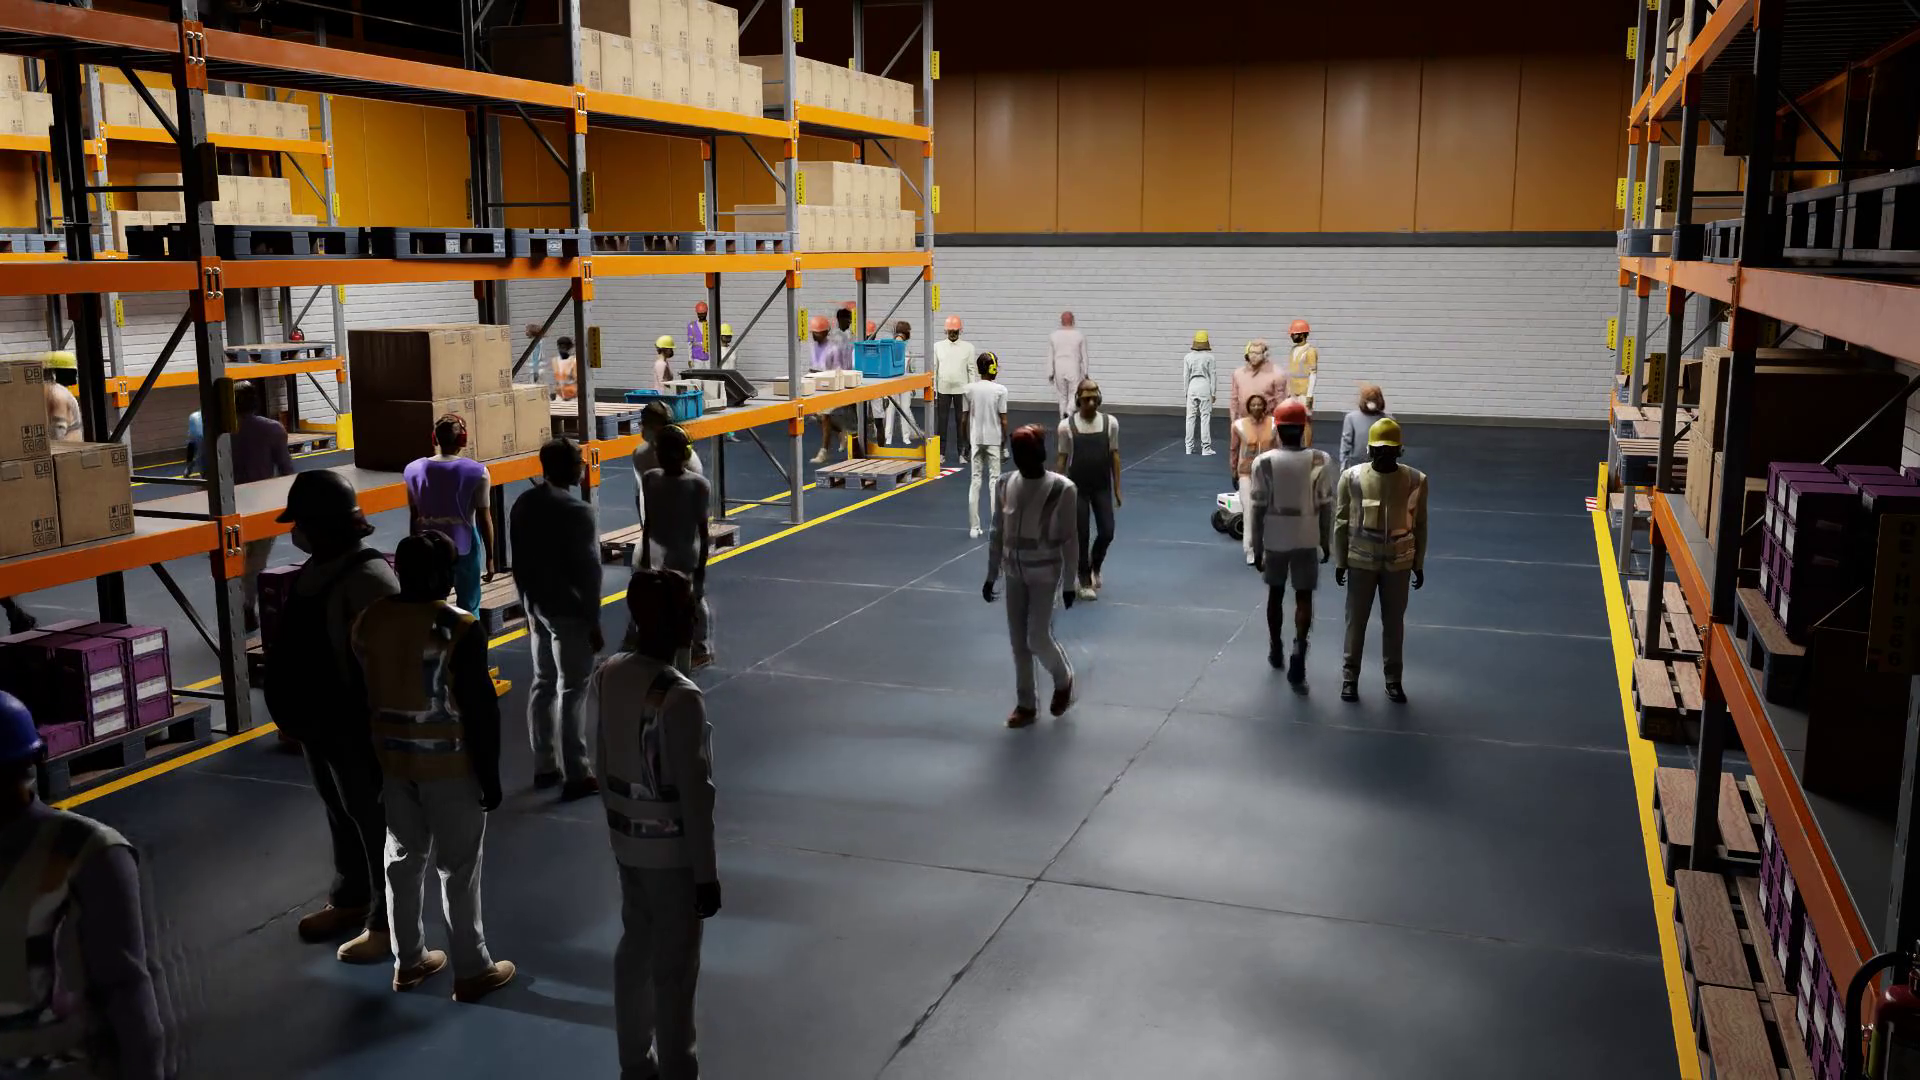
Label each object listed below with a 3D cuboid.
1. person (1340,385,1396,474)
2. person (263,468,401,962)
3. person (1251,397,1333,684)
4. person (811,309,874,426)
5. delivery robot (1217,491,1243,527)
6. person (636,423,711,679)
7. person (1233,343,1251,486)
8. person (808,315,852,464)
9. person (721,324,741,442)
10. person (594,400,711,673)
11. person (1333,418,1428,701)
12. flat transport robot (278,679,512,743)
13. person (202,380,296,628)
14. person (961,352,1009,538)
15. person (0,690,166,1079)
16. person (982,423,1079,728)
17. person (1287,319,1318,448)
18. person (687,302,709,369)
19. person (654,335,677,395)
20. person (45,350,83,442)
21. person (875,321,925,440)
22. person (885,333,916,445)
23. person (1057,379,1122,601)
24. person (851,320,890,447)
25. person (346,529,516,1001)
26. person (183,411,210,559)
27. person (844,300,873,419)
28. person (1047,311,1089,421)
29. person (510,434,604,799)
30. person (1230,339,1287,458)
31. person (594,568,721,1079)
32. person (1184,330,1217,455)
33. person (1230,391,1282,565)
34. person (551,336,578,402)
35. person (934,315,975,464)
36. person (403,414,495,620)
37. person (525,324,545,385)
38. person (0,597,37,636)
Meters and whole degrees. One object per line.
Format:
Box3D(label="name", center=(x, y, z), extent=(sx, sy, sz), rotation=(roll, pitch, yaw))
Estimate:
Box3D(label="person", center=(3.929, -0.701, 16.059), extent=(0.503, 1.588, 0.821), rotation=(3, 10, 16))
Box3D(label="person", center=(-2.568, 0.707, 6.837), extent=(0.535, 2.000, 0.687), rotation=(-9, 14, -42))
Box3D(label="person", center=(2.230, -0.004, 11.235), extent=(0.548, 1.909, 0.865), rotation=(2, 10, 13))
Box3D(label="person", center=(-1.955, -2.796, 26.983), extent=(0.980, 1.914, 0.604), rotation=(-1, 10, -8))
Box3D(label="delivery robot", center=(2.965, -0.359, 16.758), extent=(0.707, 0.478, 0.477), rotation=(-2, 10, -13))
Box3D(label="person", center=(-1.780, 0.192, 10.280), extent=(0.551, 1.845, 0.414), rotation=(4, 11, 22))
Box3D(label="person", center=(3.525, -1.499, 20.026), extent=(0.525, 1.772, 0.299), rotation=(7, 12, 34))
Box3D(label="person", center=(-1.740, -2.036, 22.416), extent=(0.625, 2.006, 0.796), rotation=(9, 13, 41))
Box3D(label="person", center=(-3.456, -2.303, 24.570), extent=(0.321, 1.766, 0.535), rotation=(10, 14, 44))
Box3D(label="person", center=(-2.031, 0.011, 11.176), extent=(0.645, 1.888, 0.915), rotation=(7, 12, 35))
Box3D(label="person", center=(2.697, 0.129, 10.679), extent=(0.592, 1.833, 0.404), rotation=(1, 10, 6))
Box3D(label="flat transport robot", center=(-3.448, 0.985, 10.253), extent=(0.652, 0.197, 1.431), rotation=(3, 11, 18))
Box3D(label="person", center=(-5.511, -0.288, 12.876), extent=(0.644, 1.904, 0.999), rotation=(0, 10, 2))
Box3D(label="person", center=(0.256, -0.940, 16.620), extent=(0.513, 1.864, 0.331), rotation=(4, 11, 23))
Box3D(label="person", center=(-2.224, 1.279, 3.933), extent=(0.643, 1.923, 0.590), rotation=(3, 11, 18))
Box3D(label="person", center=(0.448, 0.216, 10.104), extent=(0.577, 1.867, 0.455), rotation=(8, 13, 37))
Box3D(label="person", center=(4.574, -2.002, 22.397), extent=(0.376, 1.934, 0.546), rotation=(-4, 11, -20))
Box3D(label="person", center=(-4.507, -3.212, 29.207), extent=(0.552, 1.933, 0.374), rotation=(-1, 10, -5))
Box3D(label="person", center=(-3.802, -1.752, 21.464), extent=(0.330, 1.767, 0.531), rotation=(-2, 10, -13))
Box3D(label="person", center=(-8.978, -0.959, 16.648), extent=(0.955, 1.891, 0.585), rotation=(-6, 12, -32))
Box3D(label="person", center=(-0.878, -2.403, 25.095), extent=(0.973, 1.774, 0.695), rotation=(3, 10, 14))
Box3D(label="person", center=(-0.900, -2.218, 24.435), extent=(0.514, 1.642, 0.310), rotation=(-2, 10, -11))
Box3D(label="person", center=(1.069, -0.424, 13.794), extent=(0.548, 1.832, 0.464), rotation=(-1, 10, -6))
Box3D(label="person", center=(-1.194, -1.939, 22.036), extent=(0.552, 1.932, 0.377), rotation=(3, 11, 18))
Box3D(label="person", center=(-2.042, 0.871, 6.477), extent=(0.633, 1.841, 0.429), rotation=(4, 11, 21))
Box3D(label="person", center=(-7.037, -0.697, 15.813), extent=(0.530, 1.662, 0.847), rotation=(1, 10, 6))
Box3D(label="person", center=(-1.952, -3.019, 27.950), extent=(0.866, 2.017, 0.615), rotation=(2, 10, 10))
Box3D(label="person", center=(1.699, -2.672, 26.278), extent=(0.659, 1.892, 0.621), rotation=(3, 11, 18))
Box3D(label="person", center=(-2.120, 0.402, 8.851), extent=(0.635, 1.936, 0.355), rotation=(8, 13, 39))
Box3D(label="person", center=(3.386, -1.334, 18.786), extent=(0.658, 1.884, 0.805), rotation=(8, 13, 37))
Box3D(label="person", center=(-0.981, 1.021, 5.511), extent=(0.342, 1.882, 0.587), rotation=(-9, 13, -41))
Box3D(label="person", center=(3.360, -2.057, 23.235), extent=(0.489, 1.746, 0.284), rotation=(6, 12, 31))
Box3D(label="person", center=(2.771, -0.613, 15.540), extent=(0.505, 1.592, 0.883), rotation=(0, 10, 2))
Box3D(label="person", center=(-5.450, -2.009, 23.157), extent=(0.549, 1.656, 0.675), rotation=(4, 11, 22))
Box3D(label="person", center=(-0.102, -2.012, 22.279), extent=(0.611, 1.995, 0.376), rotation=(0, 10, 1))
Box3D(label="person", center=(-3.310, 0.103, 10.823), extent=(0.561, 1.836, 0.378), rotation=(0, 10, 2))
Box3D(label="person", center=(-7.009, -2.764, 27.556), extent=(0.448, 1.625, 0.537), rotation=(-5, 11, -24))
Box3D(label="person", center=(-7.170, -0.126, 11.964), extent=(0.607, 1.887, 0.687), rotation=(8, 13, 36))
